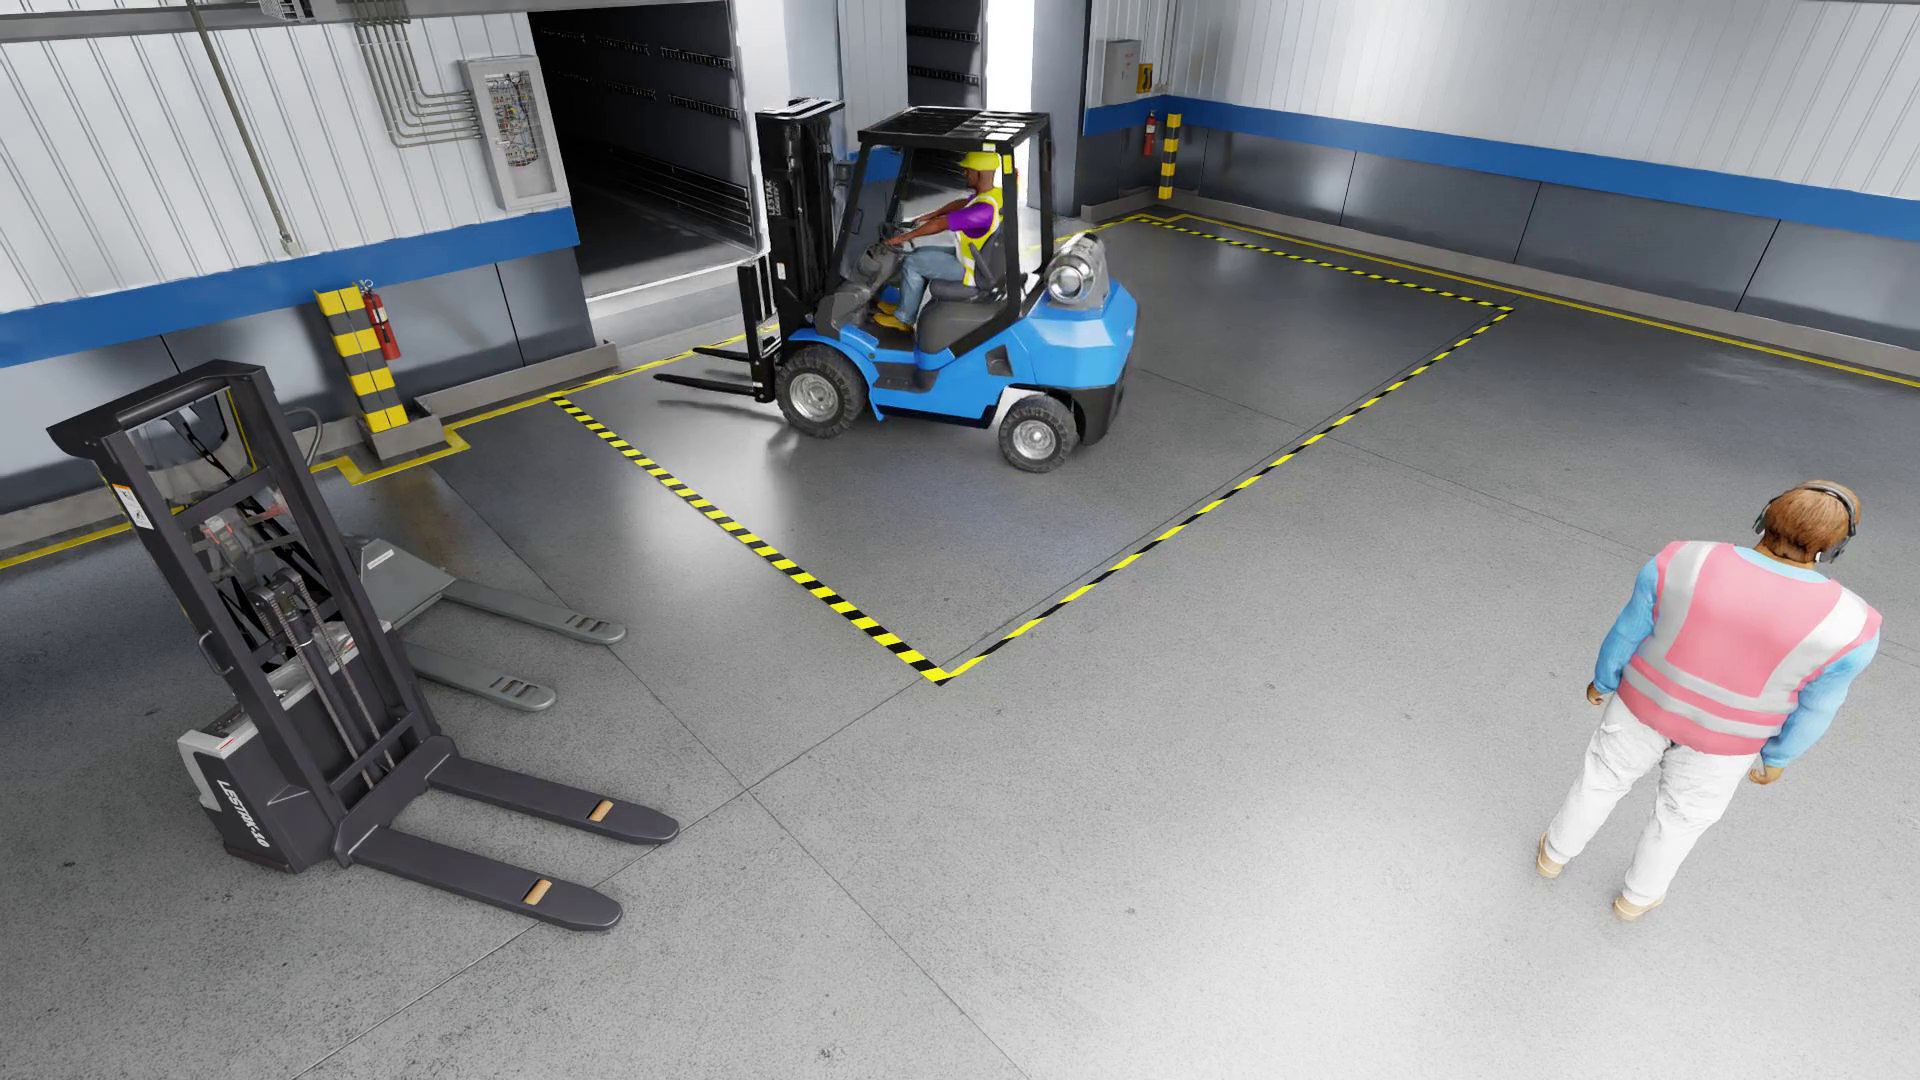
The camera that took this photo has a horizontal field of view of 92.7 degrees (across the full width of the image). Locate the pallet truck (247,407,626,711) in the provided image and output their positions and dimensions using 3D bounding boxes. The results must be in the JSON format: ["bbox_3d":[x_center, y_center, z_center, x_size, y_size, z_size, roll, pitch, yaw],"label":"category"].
[{"bbox_3d":[-2.628,0.038,4.590,1.601,1.201,0.680,12,36,18],"label":"pallet truck"}]

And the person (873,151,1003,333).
[{"bbox_3d":[-0.165,-2.096,6.408,1.004,1.293,0.635,10,36,14],"label":"person"}]

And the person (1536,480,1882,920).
[{"bbox_3d":[2.564,0.605,3.221,0.429,1.841,0.631,-28,43,-35],"label":"person"}]

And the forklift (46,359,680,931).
[{"bbox_3d":[-2.135,0.422,3.354,1.885,1.965,0.823,10,35,14],"label":"forklift"}]

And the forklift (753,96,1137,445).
[{"bbox_3d":[-0.110,-1.927,6.492,2.680,2.036,1.157,10,36,14],"label":"forklift"}]
